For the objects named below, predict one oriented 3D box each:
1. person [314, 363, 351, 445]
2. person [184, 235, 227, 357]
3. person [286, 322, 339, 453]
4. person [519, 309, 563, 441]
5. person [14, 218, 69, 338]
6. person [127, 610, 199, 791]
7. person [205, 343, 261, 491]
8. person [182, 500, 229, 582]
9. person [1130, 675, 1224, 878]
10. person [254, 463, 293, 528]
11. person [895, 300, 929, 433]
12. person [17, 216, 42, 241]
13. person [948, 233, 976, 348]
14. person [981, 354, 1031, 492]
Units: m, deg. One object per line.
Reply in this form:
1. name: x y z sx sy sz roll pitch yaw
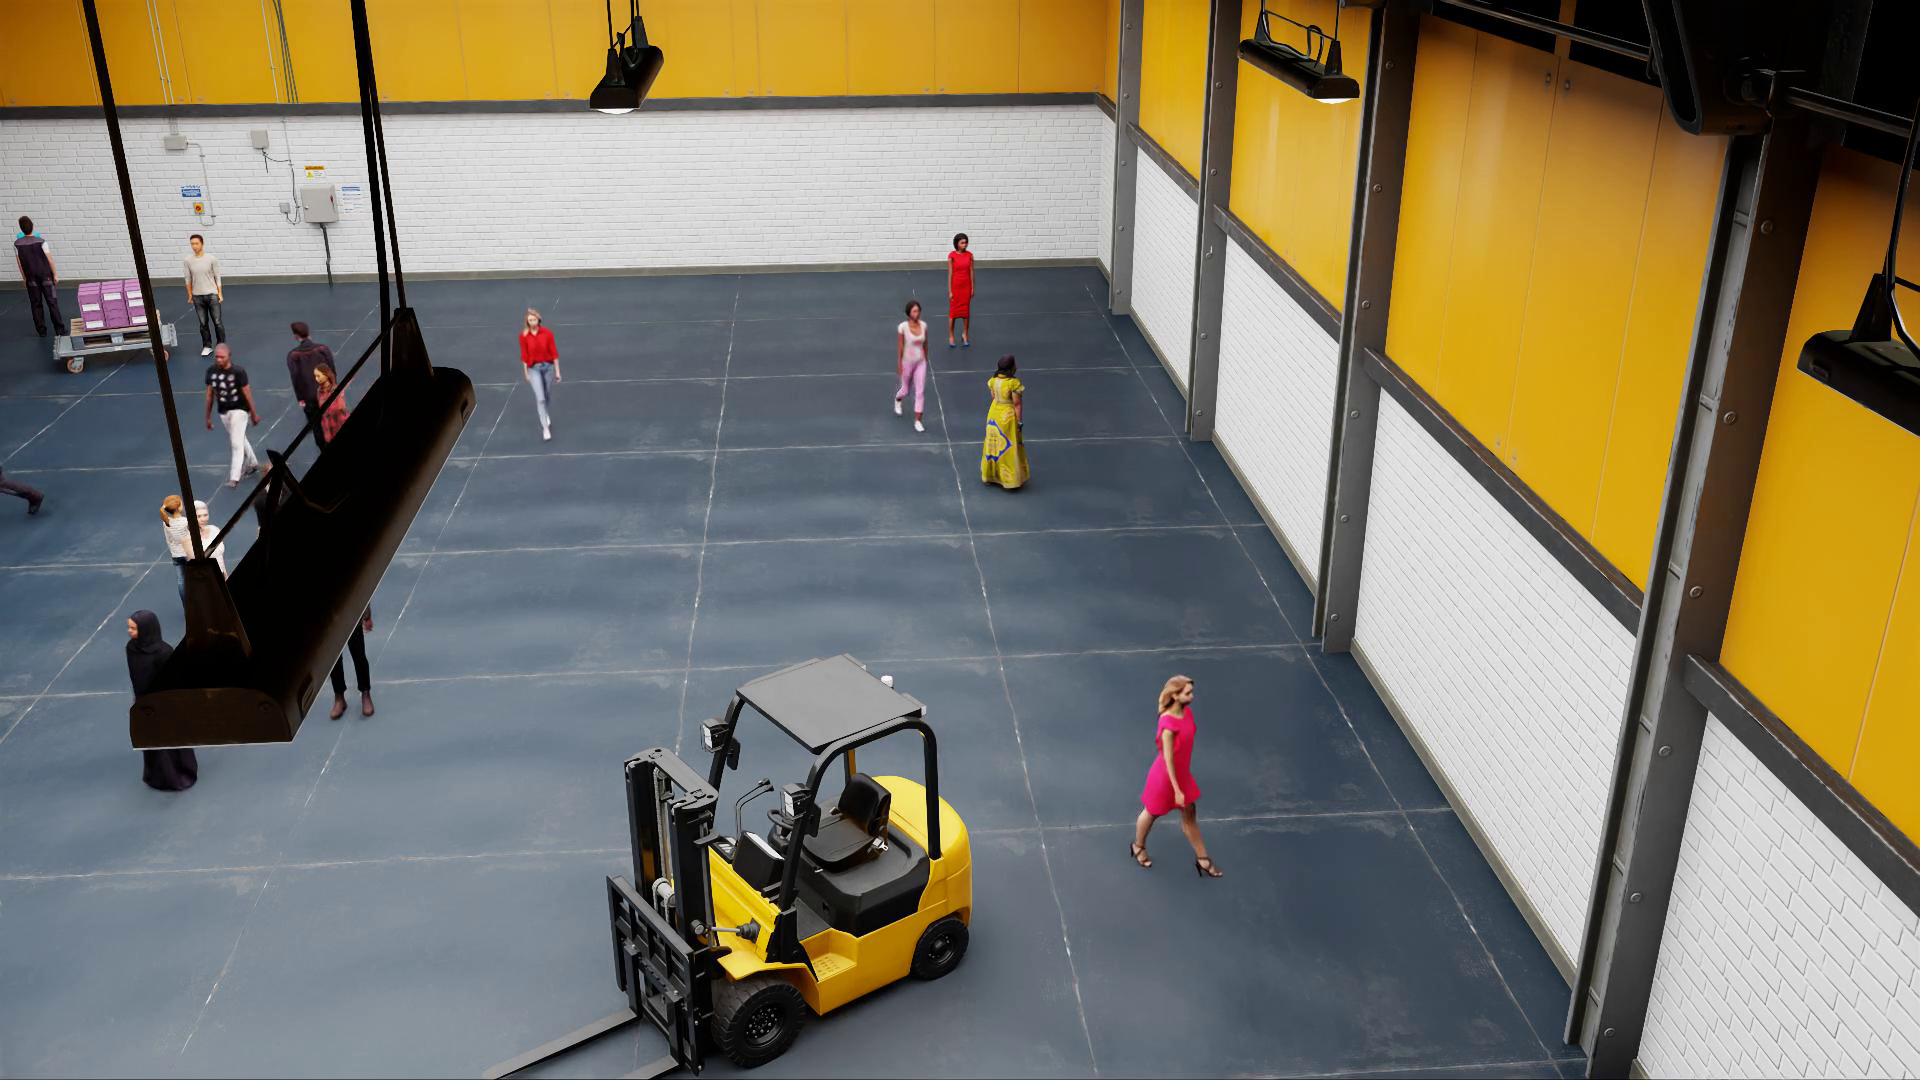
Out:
1. person: -7.252 -1.283 19.587 0.821 1.679 0.897 10 25 21
2. person: -11.297 -3.680 24.904 0.681 1.812 0.605 -6 24 -14
3. person: -7.832 -1.717 20.337 0.881 1.873 1.250 -6 24 -14
4. person: -5.464 -2.205 21.717 0.834 1.663 1.175 -8 25 -18
5. person: -14.268 -4.073 25.756 0.699 1.849 0.644 -7 25 -16
6. person: -6.627 1.299 13.760 0.706 1.615 0.725 8 25 18
7. person: -8.698 -1.525 20.050 0.882 1.750 1.252 3 24 8
8. person: -7.081 0.421 15.659 0.729 1.702 0.603 7 25 16
9. person: 1.501 1.773 12.573 1.023 1.697 0.987 17 29 34
10. person: -6.789 0.016 16.623 0.945 1.672 1.058 -20 31 -39
11. person: -0.647 -2.316 21.889 0.777 1.728 1.052 -10 25 -21
12. person: -15.389 -4.665 27.613 0.558 1.447 0.542 -8 25 -17
13. person: 0.005 -3.805 25.277 0.610 1.742 0.573 -8 25 -17
14. person: 0.544 -1.421 19.932 0.997 1.655 1.080 22 32 40
